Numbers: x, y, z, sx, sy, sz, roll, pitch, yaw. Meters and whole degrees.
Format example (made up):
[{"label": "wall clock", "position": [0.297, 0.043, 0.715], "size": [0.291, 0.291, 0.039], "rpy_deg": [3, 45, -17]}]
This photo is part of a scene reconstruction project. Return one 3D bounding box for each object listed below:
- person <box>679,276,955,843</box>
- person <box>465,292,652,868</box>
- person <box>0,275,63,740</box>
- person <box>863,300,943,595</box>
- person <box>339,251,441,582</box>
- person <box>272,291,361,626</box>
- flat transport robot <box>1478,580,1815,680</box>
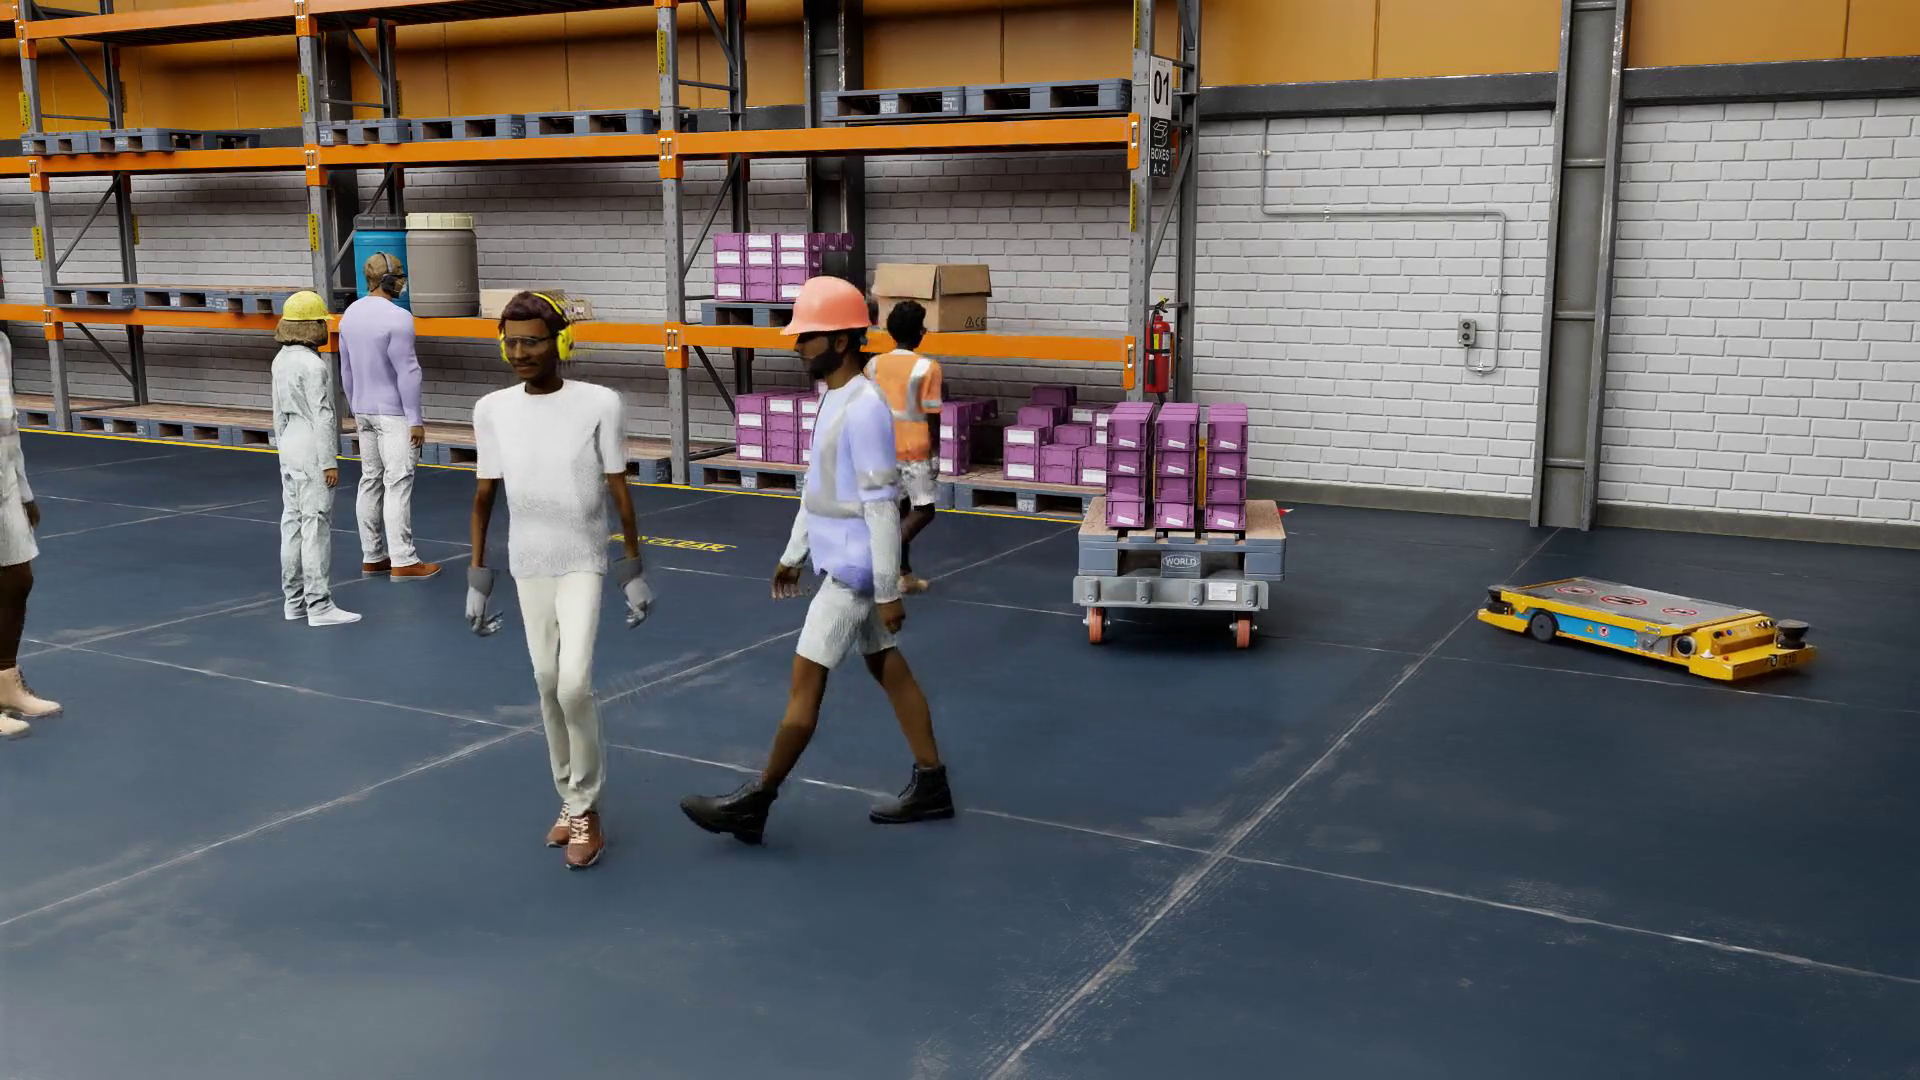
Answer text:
[{"label": "person", "position": [-0.461, 0.076, 5.570], "size": [0.992, 1.884, 0.553], "rpy_deg": [-2, 10, -10]}, {"label": "person", "position": [-1.325, 0.132, 5.365], "size": [0.573, 1.844, 0.648], "rpy_deg": [1, 10, 7]}, {"label": "person", "position": [-3.974, -0.212, 6.730], "size": [0.391, 2.042, 0.623], "rpy_deg": [2, 10, 9]}, {"label": "person", "position": [-0.354, -0.481, 9.214], "size": [0.533, 1.682, 0.564], "rpy_deg": [8, 13, 36]}, {"label": "person", "position": [-3.381, -0.722, 9.812], "size": [0.635, 1.937, 0.352], "rpy_deg": [8, 13, 36]}, {"label": "person", "position": [-3.402, -0.427, 8.731], "size": [0.491, 1.743, 0.324], "rpy_deg": [10, 14, 42]}, {"label": "flat transport robot", "position": [3.347, 0.405, 8.206], "size": [0.652, 0.197, 1.431], "rpy_deg": [-7, 12, -32]}]
